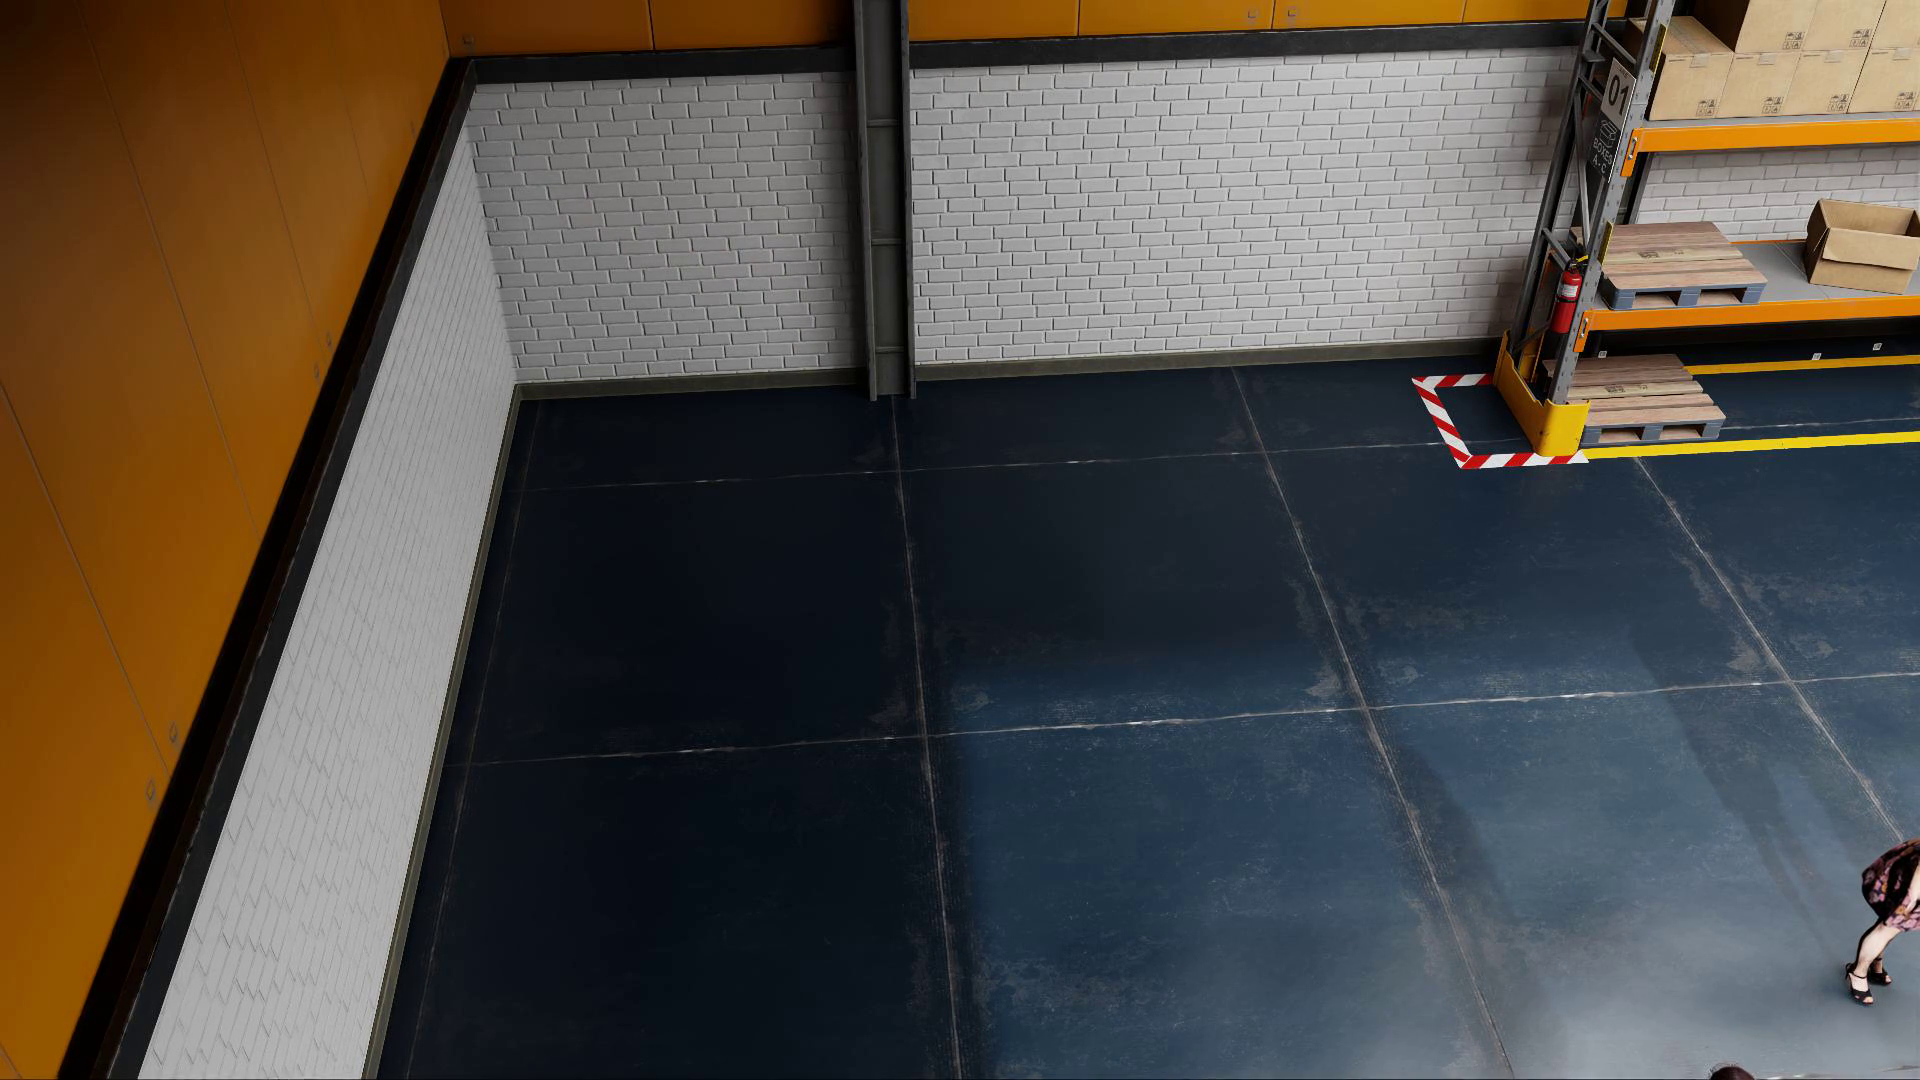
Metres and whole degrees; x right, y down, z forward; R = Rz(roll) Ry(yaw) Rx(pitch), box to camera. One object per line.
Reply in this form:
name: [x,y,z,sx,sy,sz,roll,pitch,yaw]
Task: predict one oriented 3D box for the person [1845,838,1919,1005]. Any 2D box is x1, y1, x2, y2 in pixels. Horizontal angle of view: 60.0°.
person: [5.196,1.843,8.991,0.777,1.775,0.856,-25,45,-28]
